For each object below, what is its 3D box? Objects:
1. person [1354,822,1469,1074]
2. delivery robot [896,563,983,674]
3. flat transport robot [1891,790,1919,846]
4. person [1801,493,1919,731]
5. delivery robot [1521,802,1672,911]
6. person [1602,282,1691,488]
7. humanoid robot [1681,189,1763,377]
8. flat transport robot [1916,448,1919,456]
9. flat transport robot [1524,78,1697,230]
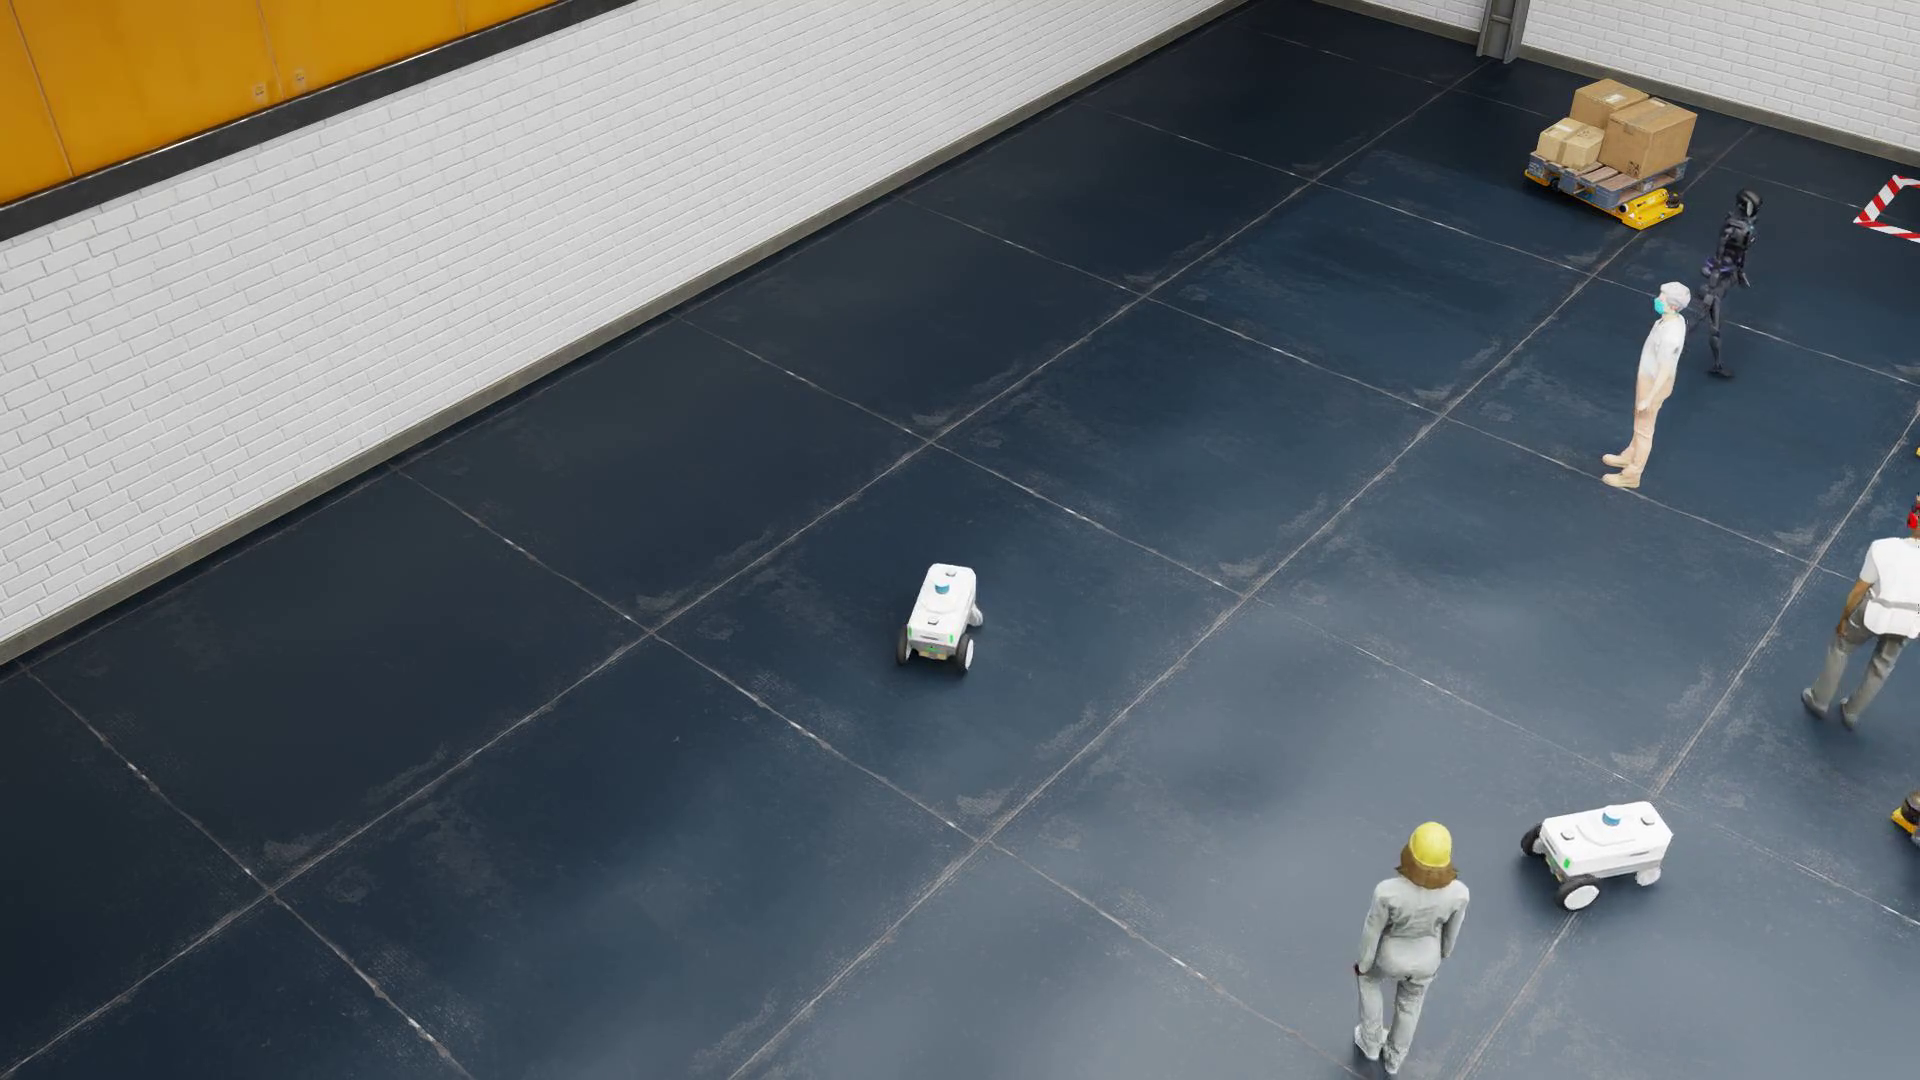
[{"bbox_3d":[2.276,2.095,8.521,0.508,1.724,0.421,-1,39,-1],"label":"person"},{"bbox_3d":[-0.128,0.531,11.404,0.501,0.600,0.771,8,40,10],"label":"delivery robot"},{"bbox_3d":[6.427,1.904,9.922,0.659,0.231,1.431,-25,45,-27],"label":"flat transport robot"},{"bbox_3d":[5.829,0.475,10.448,0.583,1.835,0.501,9,40,11],"label":"person"},{"bbox_3d":[3.764,1.810,9.814,0.779,0.597,0.499,-8,40,-10],"label":"delivery robot"},{"bbox_3d":[5.212,-1.170,12.560,0.326,1.747,0.478,13,41,16],"label":"person"},{"bbox_3d":[6.422,-2.170,13.884,0.583,1.633,0.735,-30,48,-32],"label":"humanoid robot"},{"bbox_3d":[8.260,-0.462,12.860,0.659,0.231,1.431,-20,43,-23],"label":"flat transport robot"},{"bbox_3d":[6.457,-3.549,16.692,0.659,0.231,1.431,-24,45,-27],"label":"flat transport robot"}]
